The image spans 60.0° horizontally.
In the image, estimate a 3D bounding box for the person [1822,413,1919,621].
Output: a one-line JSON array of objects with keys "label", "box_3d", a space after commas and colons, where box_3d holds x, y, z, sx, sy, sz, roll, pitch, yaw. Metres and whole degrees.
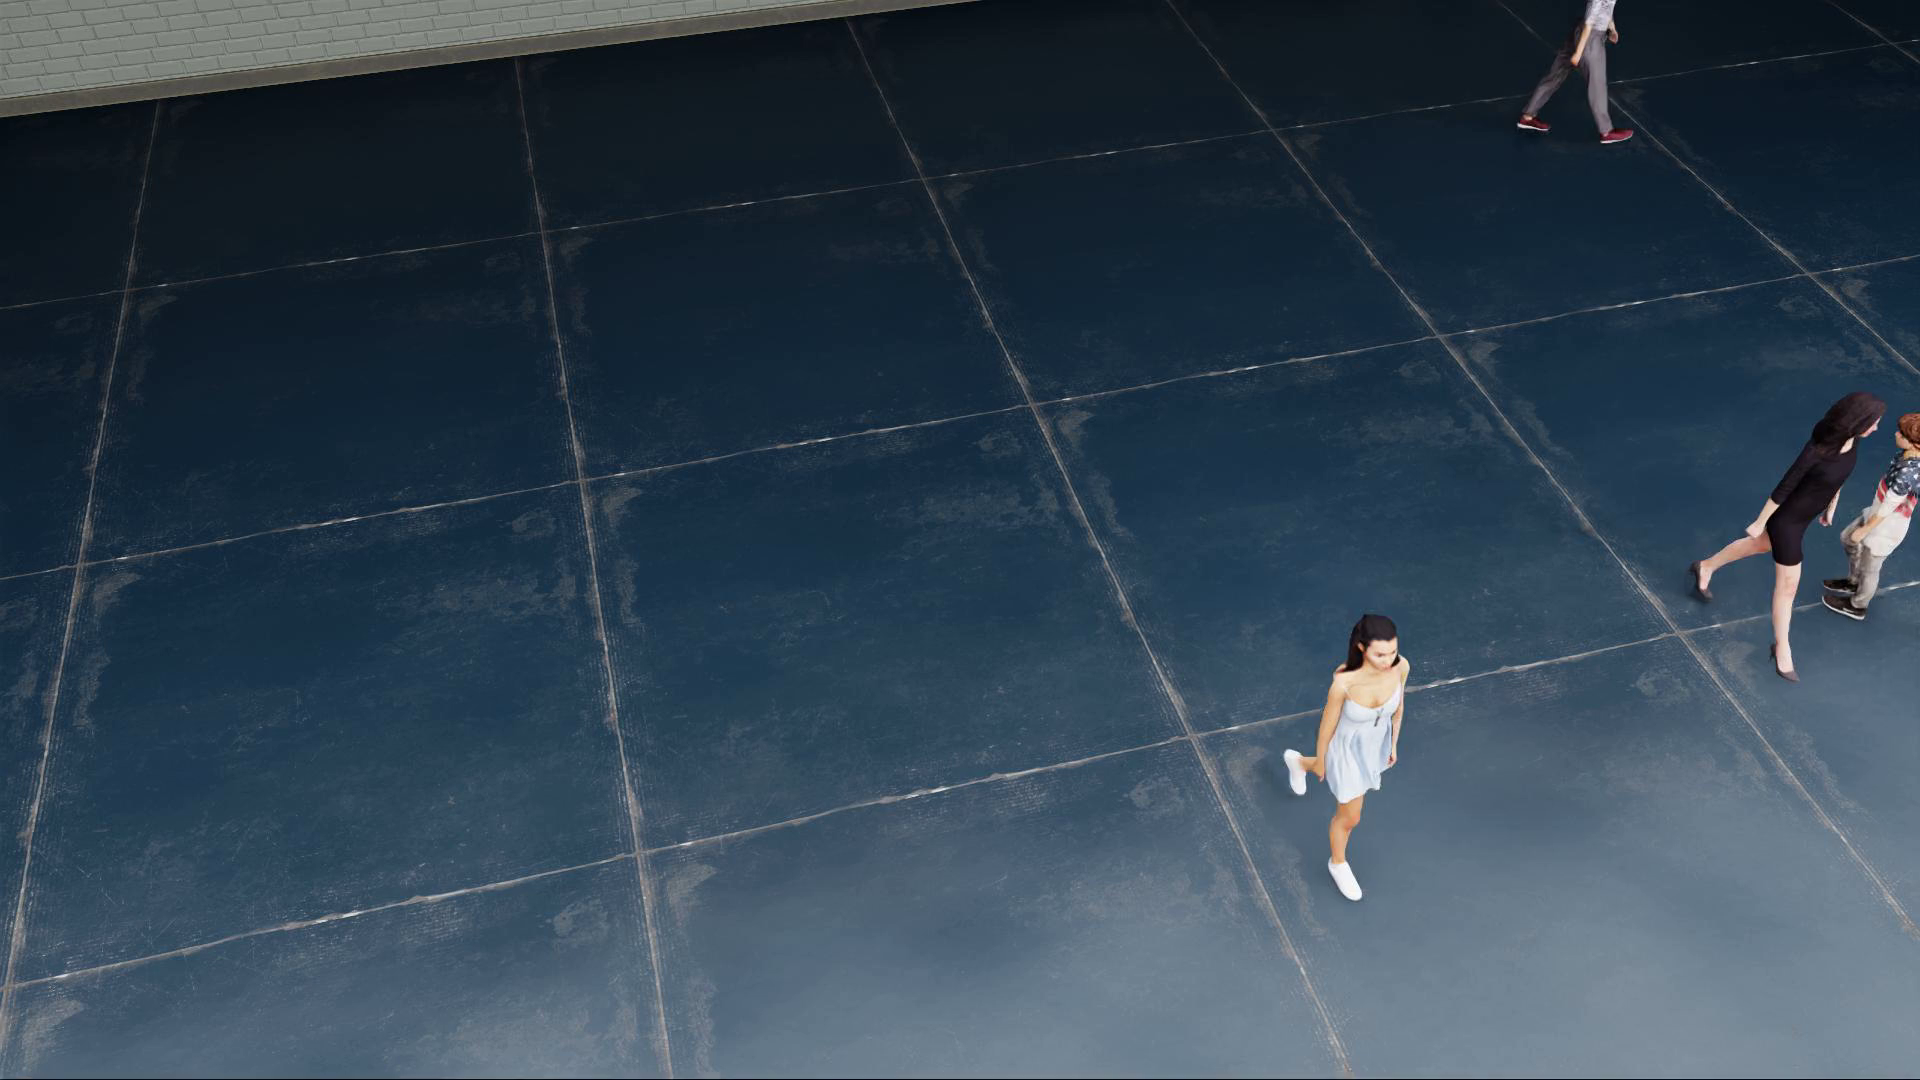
[{"label": "person", "box_3d": [5.220, -0.097, 9.242, 0.673, 1.431, 0.612, 22, 48, 22]}]

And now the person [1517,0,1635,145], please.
[{"label": "person", "box_3d": [4.866, -3.960, 13.196, 1.084, 1.681, 1.146, 13, 44, 13]}]

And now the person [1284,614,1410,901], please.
[{"label": "person", "box_3d": [1.842, 0.927, 7.941, 0.716, 1.710, 1.062, -18, 46, -18]}]

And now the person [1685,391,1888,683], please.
[{"label": "person", "box_3d": [4.451, -0.147, 9.062, 0.870, 1.750, 1.194, -24, 48, -24]}]
